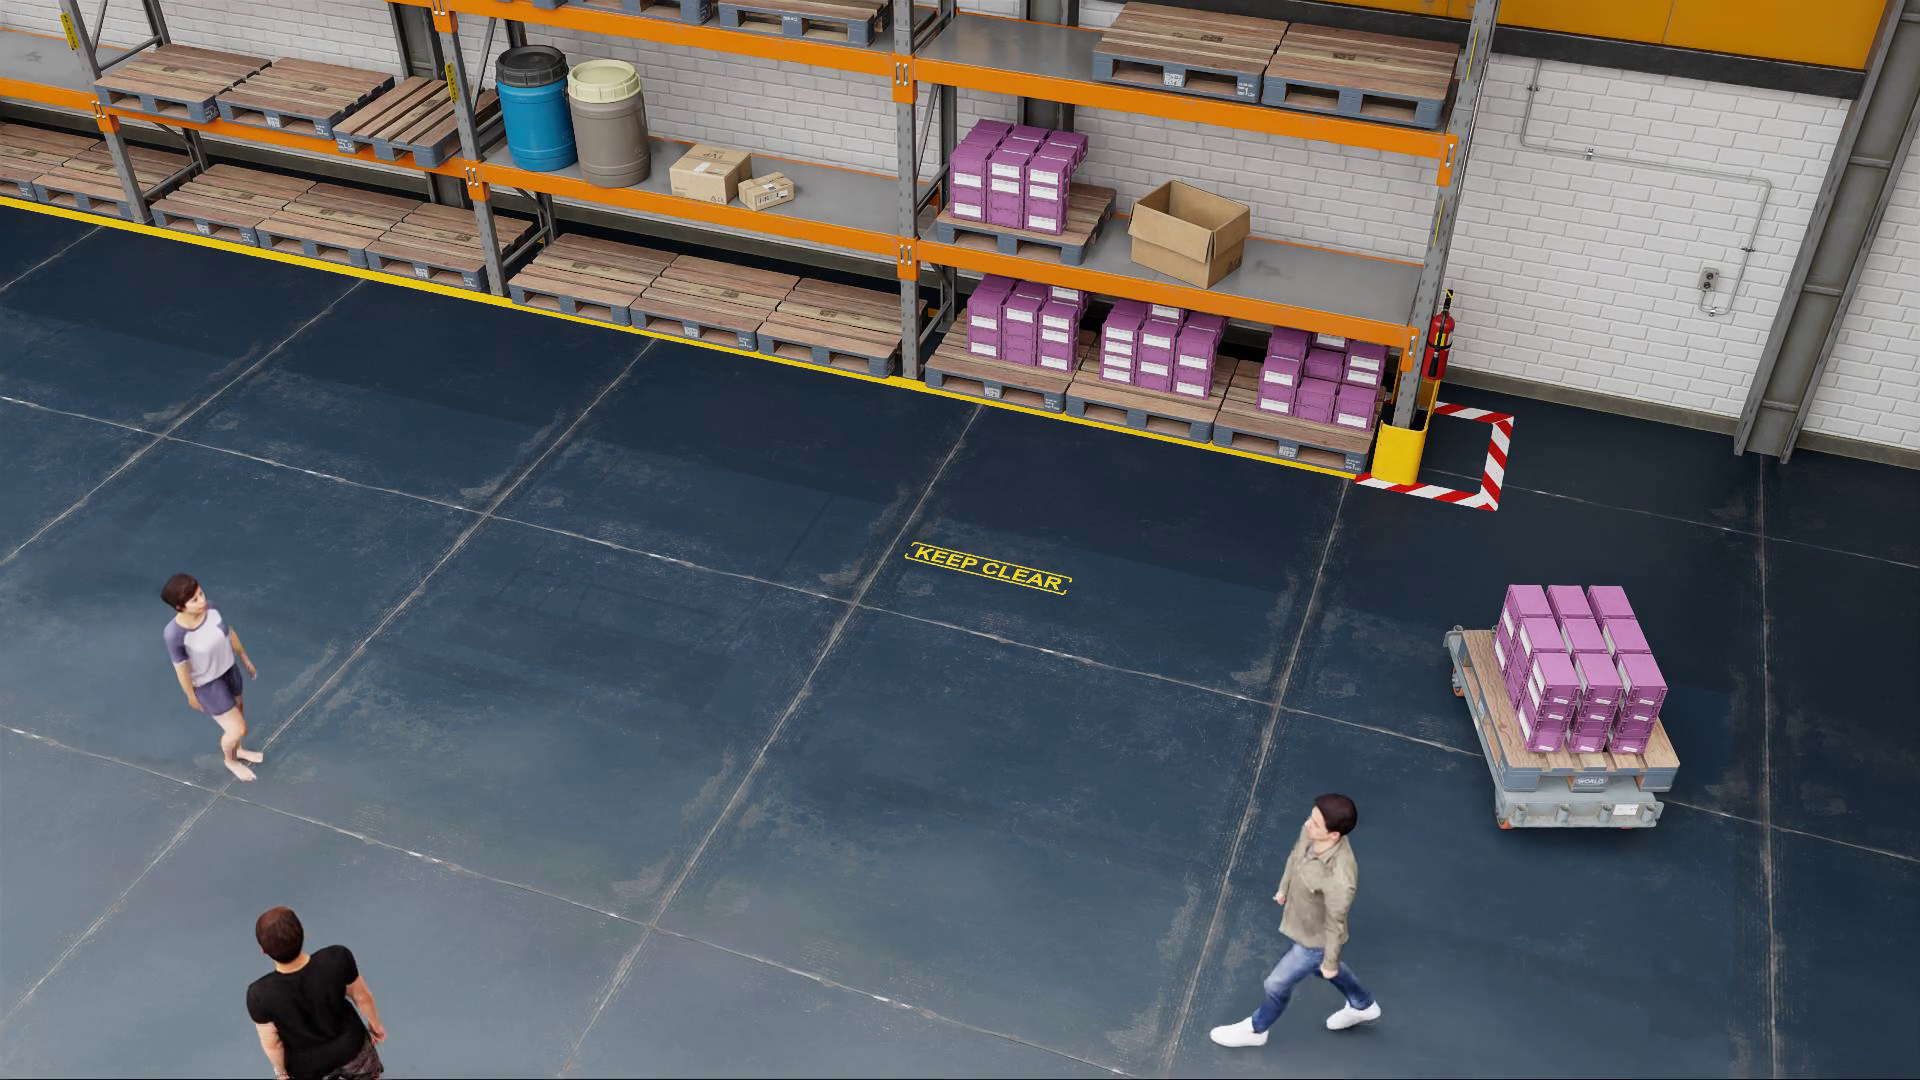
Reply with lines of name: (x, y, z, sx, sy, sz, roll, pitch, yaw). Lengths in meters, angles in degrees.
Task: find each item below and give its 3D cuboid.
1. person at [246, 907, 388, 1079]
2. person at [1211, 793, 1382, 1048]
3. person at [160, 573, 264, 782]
person: (-2.927, 2.421, 7.740, 0.966, 1.846, 1.101, -26, 45, -29)
person: (1.874, 1.932, 8.349, 1.257, 1.850, 1.005, -1, 39, -2)
person: (-4.551, 0.801, 10.005, 0.596, 1.552, 0.581, 9, 39, 11)
